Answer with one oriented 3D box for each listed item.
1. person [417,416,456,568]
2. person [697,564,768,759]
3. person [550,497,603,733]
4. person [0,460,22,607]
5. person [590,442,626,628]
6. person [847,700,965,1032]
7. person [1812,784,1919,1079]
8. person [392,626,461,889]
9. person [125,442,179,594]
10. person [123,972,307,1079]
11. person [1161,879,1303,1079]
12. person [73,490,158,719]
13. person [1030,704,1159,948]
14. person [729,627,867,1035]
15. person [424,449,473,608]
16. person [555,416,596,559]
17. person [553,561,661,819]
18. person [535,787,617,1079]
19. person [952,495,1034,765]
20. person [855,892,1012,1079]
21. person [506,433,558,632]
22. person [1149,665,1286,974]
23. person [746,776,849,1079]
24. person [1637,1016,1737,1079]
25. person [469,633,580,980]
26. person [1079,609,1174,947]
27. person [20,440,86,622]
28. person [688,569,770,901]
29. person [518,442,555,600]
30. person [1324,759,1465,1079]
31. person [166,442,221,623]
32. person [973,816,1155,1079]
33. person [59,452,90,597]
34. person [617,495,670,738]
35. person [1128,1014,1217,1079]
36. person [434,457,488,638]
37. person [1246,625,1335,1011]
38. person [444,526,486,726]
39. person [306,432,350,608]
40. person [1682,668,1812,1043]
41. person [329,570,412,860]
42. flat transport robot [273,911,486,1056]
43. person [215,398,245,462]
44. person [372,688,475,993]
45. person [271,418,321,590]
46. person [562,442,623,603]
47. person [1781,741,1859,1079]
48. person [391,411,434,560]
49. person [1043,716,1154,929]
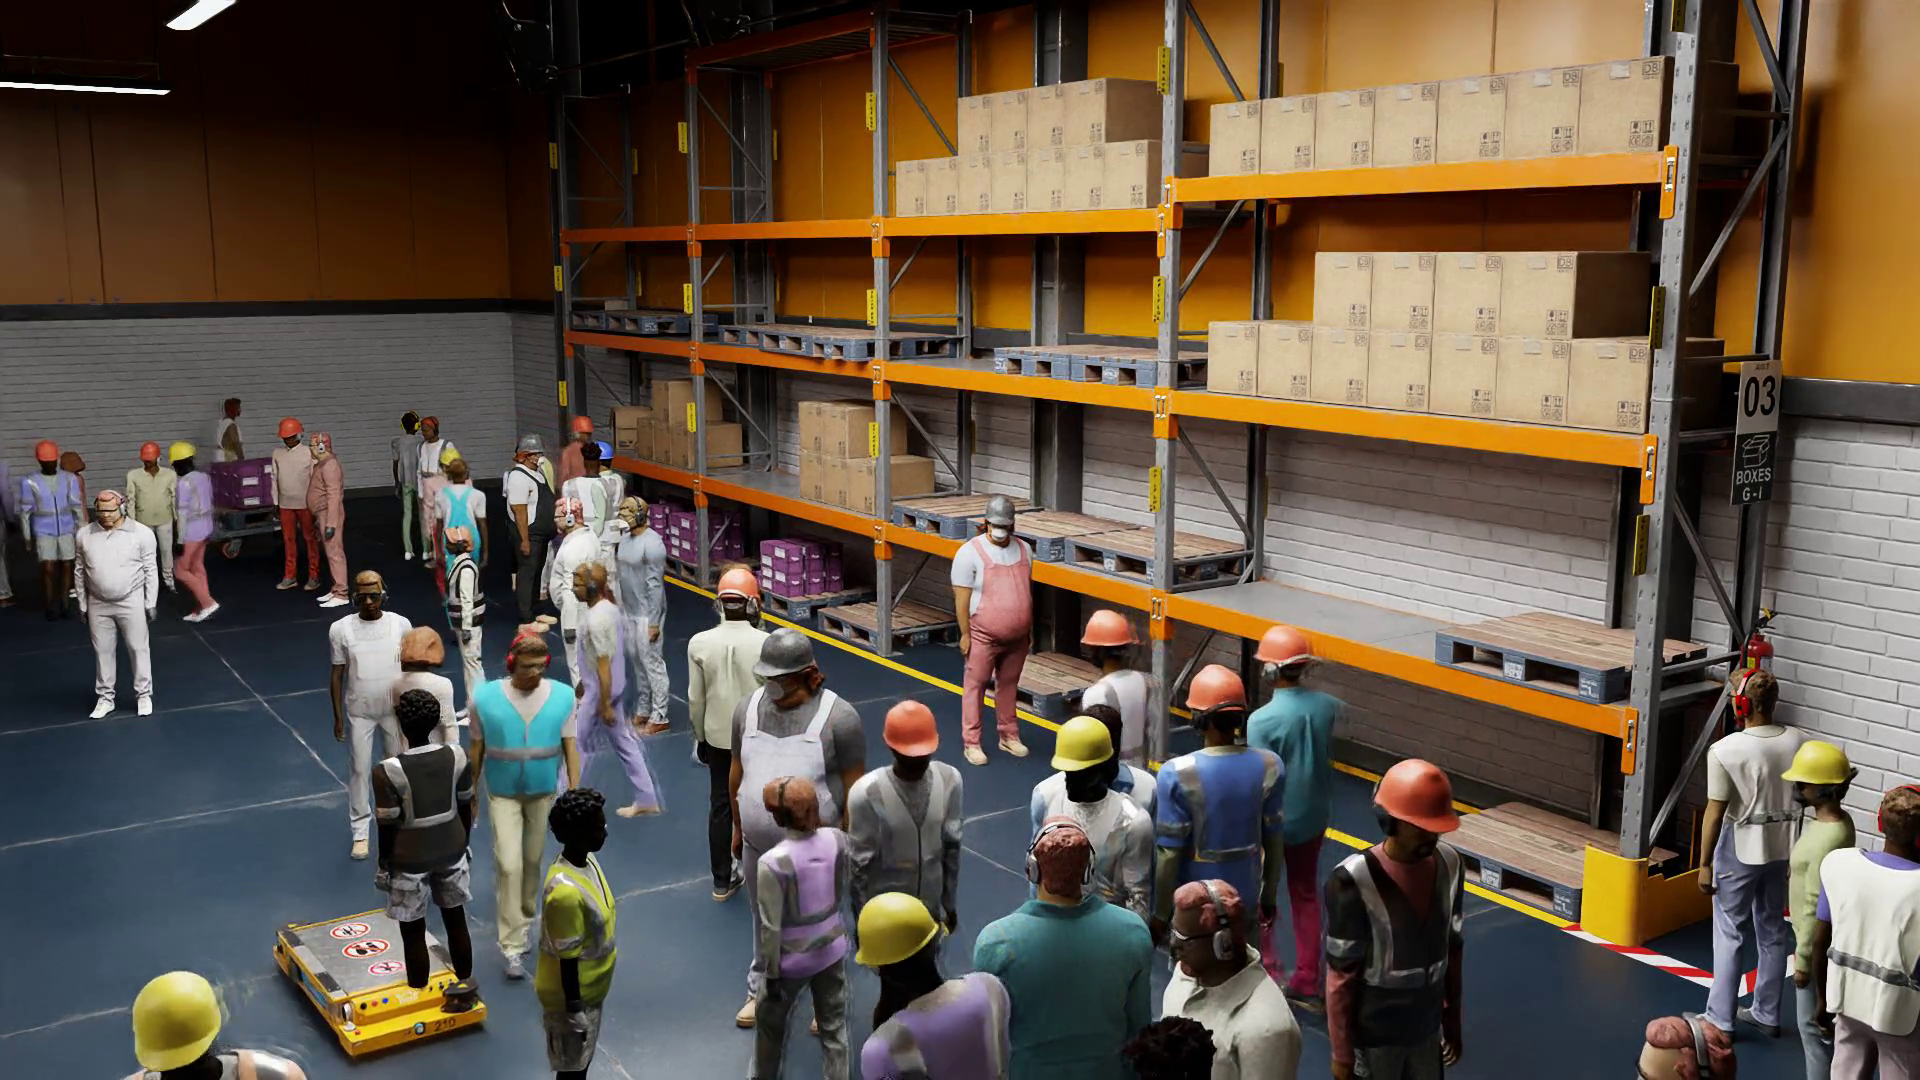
[{"bbox_3d":[-6.385,-0.575,20.284,0.584,1.879,0.374,5,11,26],"label":"person"},{"bbox_3d":[-1.589,0.943,12.203,0.839,1.585,0.505,2,10,11],"label":"person"},{"bbox_3d":[-3.078,0.598,13.330,0.399,1.900,0.645,0,10,1],"label":"person"},{"bbox_3d":[-10.569,-0.226,18.042,0.635,1.939,0.367,-1,10,-4],"label":"person"},{"bbox_3d":[-3.583,-0.026,16.840,0.389,1.947,0.614,2,10,12],"label":"person"},{"bbox_3d":[-0.233,1.613,7.379,0.542,1.905,0.561,-5,11,-29],"label":"person"},{"bbox_3d":[3.501,1.821,6.300,0.376,1.844,0.573,-6,11,-30],"label":"person"},{"bbox_3d":[-3.140,1.313,9.915,0.545,1.626,0.364,6,11,33],"label":"person"},{"bbox_3d":[-9.038,-0.236,18.666,0.561,1.744,0.338,-7,12,-34],"label":"person"},{"bbox_3d":[-2.182,2.051,4.870,0.611,1.877,0.882,-4,11,-24],"label":"person"},{"bbox_3d":[0.789,1.980,5.234,0.403,1.897,0.654,-3,10,-18],"label":"person"},{"bbox_3d":[-6.964,0.527,13.735,0.639,1.903,0.409,-2,10,-12],"label":"person"},{"bbox_3d":[0.577,1.629,7.219,0.596,1.916,0.372,-4,10,-21],"label":"person"},{"bbox_3d":[-0.826,1.415,8.113,0.685,2.000,0.535,3,10,15],"label":"person"},{"bbox_3d":[-5.520,-0.126,18.054,0.523,1.735,0.547,-5,11,-25],"label":"person"},{"bbox_3d":[-4.503,-0.497,19.687,1.026,1.962,0.635,9,13,42],"label":"person"},{"bbox_3d":[-2.455,1.025,11.126,0.908,1.798,0.510,0,10,1],"label":"person"},{"bbox_3d":[-1.550,1.823,6.756,0.321,1.689,0.530,0,10,-2],"label":"person"},{"bbox_3d":[0.306,0.661,12.539,0.683,2.000,0.536,-6,11,-31],"label":"person"},{"bbox_3d":[0.008,2.009,5.124,0.634,1.872,0.841,-7,12,-37],"label":"person"},{"bbox_3d":[-4.326,-0.088,16.934,0.535,2.000,0.681,0,10,-1],"label":"person"},{"bbox_3d":[1.112,1.551,7.312,0.616,2.039,0.386,-3,10,-18],"label":"person"},{"bbox_3d":[-0.739,1.783,7.187,0.689,1.613,0.539,9,13,43],"label":"person"},{"bbox_3d":[1.859,2.140,4.296,0.400,1.898,0.647,1,10,4],"label":"person"},{"bbox_3d":[-2.304,1.401,8.870,0.593,1.803,0.833,-5,11,-26],"label":"person"},{"bbox_3d":[0.872,1.331,8.976,0.655,1.920,0.550,8,12,38],"label":"person"},{"bbox_3d":[-9.409,-0.091,17.301,0.566,1.913,0.527,-9,13,-43],"label":"person"},{"bbox_3d":[-1.284,1.154,9.795,0.608,1.989,0.386,1,10,8],"label":"person"},{"bbox_3d":[-4.722,-0.249,18.505,0.430,1.836,0.630,1,10,4],"label":"person"},{"bbox_3d":[1.606,1.772,6.057,0.607,2.034,0.409,-5,11,-27],"label":"person"},{"bbox_3d":[-7.941,-0.069,17.193,0.396,1.909,0.623,-1,10,-3],"label":"person"},{"bbox_3d":[0.340,1.883,5.758,0.651,1.907,0.409,-2,10,-14],"label":"person"},{"bbox_3d":[-9.916,-0.178,18.660,0.282,1.633,0.500,-5,11,-27],"label":"person"},{"bbox_3d":[-2.527,0.599,13.245,0.368,1.932,0.622,-7,12,-37],"label":"person"},{"bbox_3d":[0.535,2.157,4.178,1.018,1.902,0.636,-9,13,-42],"label":"person"},{"bbox_3d":[-4.939,0.099,16.499,0.515,1.823,0.742,-3,10,-16],"label":"person"},{"bbox_3d":[1.627,1.402,8.398,0.630,1.975,0.544,-6,11,-31],"label":"person"},{"bbox_3d":[-4.027,0.691,13.565,0.314,1.632,0.516,-4,10,-22],"label":"person"},{"bbox_3d":[-6.899,-0.222,18.116,0.400,1.907,0.645,-4,10,-22],"label":"person"},{"bbox_3d":[3.824,1.532,8.033,0.560,1.836,0.394,-3,10,-15],"label":"person"},{"bbox_3d":[-3.709,1.097,10.552,0.514,1.845,0.336,-5,11,-26],"label":"person"},{"bbox_3d":[-3.022,2.220,8.576,0.652,0.197,1.431,-7,12,-36],"label":"flat transport robot"},{"bbox_3d":[-10.150,-1.085,23.423,0.637,1.828,0.563,-5,11,-28],"label":"person"},{"bbox_3d":[-2.645,1.567,8.226,0.316,1.695,0.542,9,13,42],"label":"person"},{"bbox_3d":[-7.584,-0.412,19.000,0.609,1.986,0.390,1,10,8],"label":"person"},{"bbox_3d":[-3.681,-0.008,16.726,0.599,1.958,0.374,-3,10,-15],"label":"person"},{"bbox_3d":[3.658,1.721,7.141,0.341,1.762,0.525,6,11,31],"label":"person"},{"bbox_3d":[-6.856,-0.680,20.909,0.513,1.872,0.328,0,10,1],"label":"person"},{"bbox_3d":[0.537,1.666,6.998,0.587,1.920,0.396,8,13,41],"label":"person"}]
